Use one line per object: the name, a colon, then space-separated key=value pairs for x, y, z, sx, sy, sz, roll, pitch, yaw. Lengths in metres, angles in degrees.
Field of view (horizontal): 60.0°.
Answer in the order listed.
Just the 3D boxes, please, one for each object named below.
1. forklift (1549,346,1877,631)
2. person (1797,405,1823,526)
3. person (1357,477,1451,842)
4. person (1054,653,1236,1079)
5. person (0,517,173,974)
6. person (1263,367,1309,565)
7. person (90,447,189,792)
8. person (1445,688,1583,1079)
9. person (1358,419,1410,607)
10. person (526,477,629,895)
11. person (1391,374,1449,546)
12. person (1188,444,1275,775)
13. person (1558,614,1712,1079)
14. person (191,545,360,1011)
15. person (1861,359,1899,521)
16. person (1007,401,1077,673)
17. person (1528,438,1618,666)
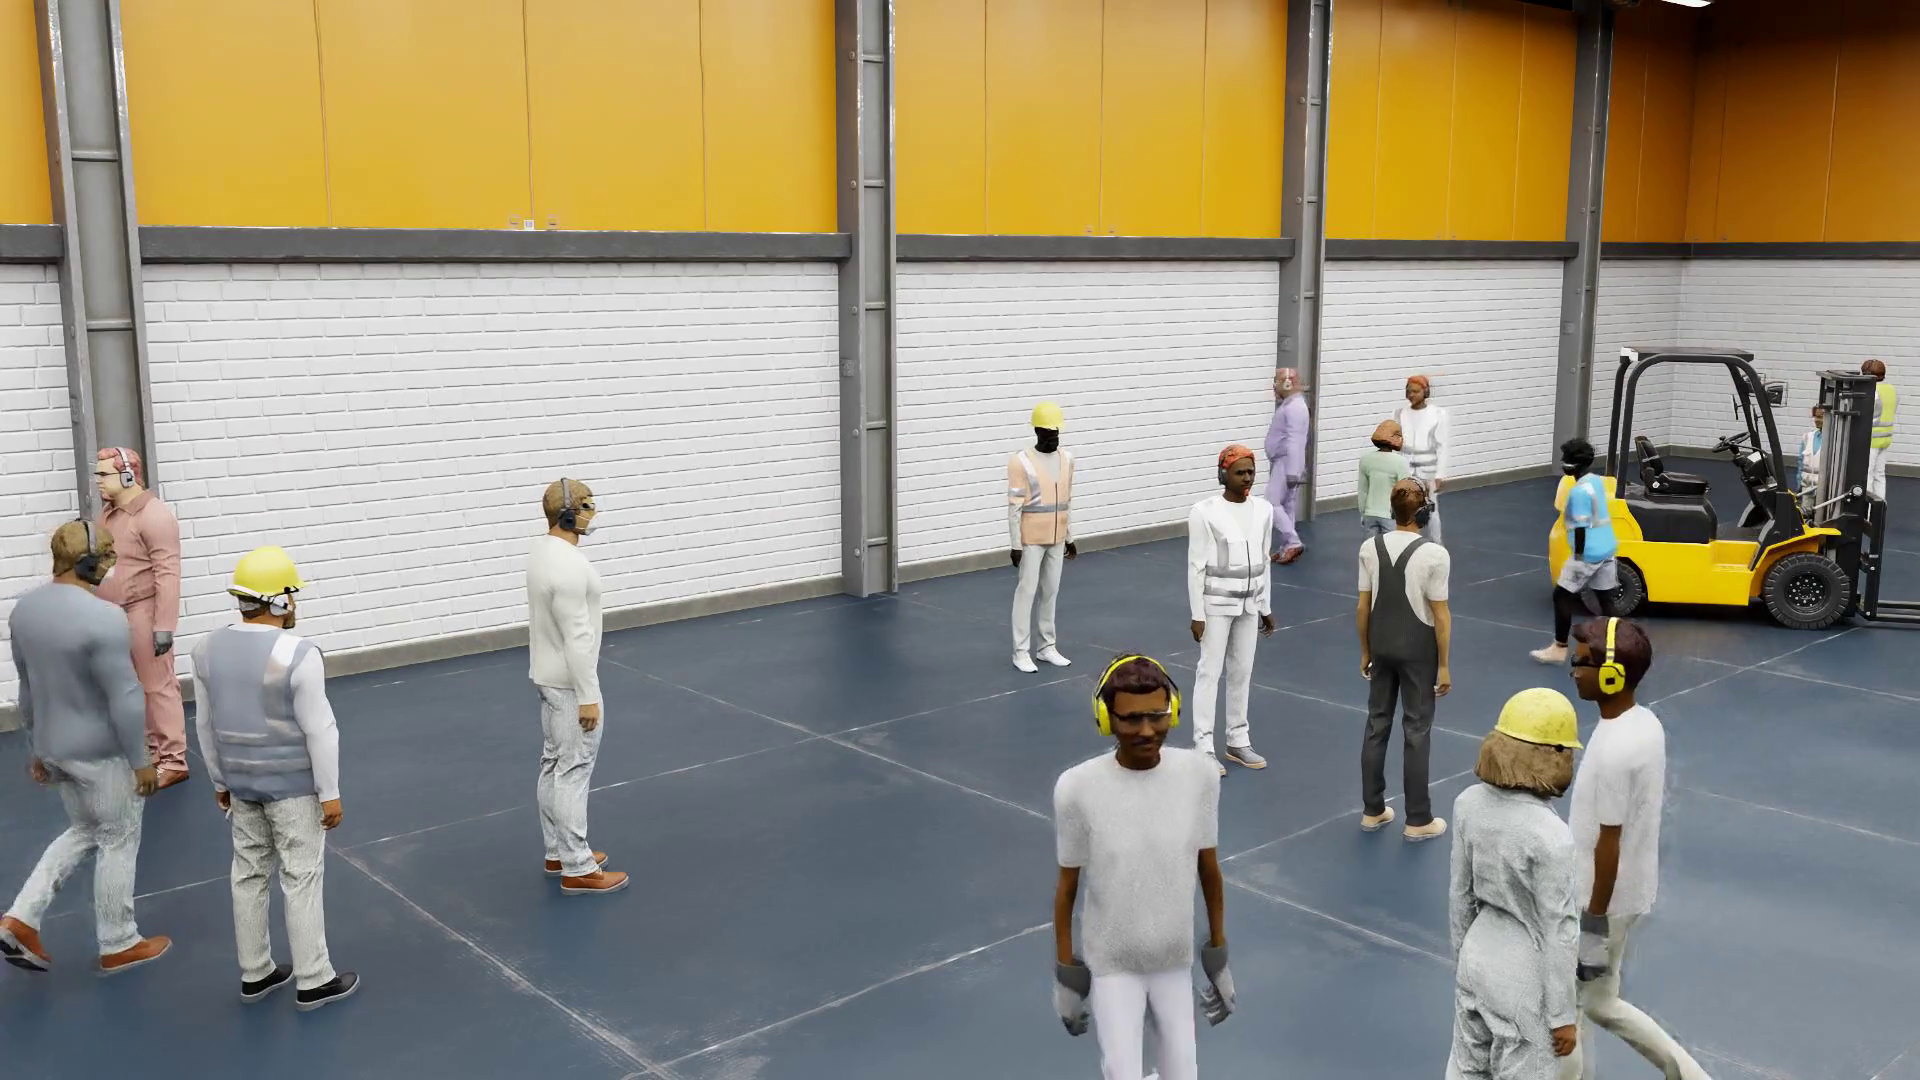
forklift: x=6.109 y=-0.478 z=13.691 sx=2.313 sy=2.155 sz=1.214 roll=3 pitch=10 yaw=16
person: x=7.734 y=-0.412 z=14.927 sx=0.315 sy=1.638 sz=0.514 roll=-4 pitch=10 yaw=-20
person: x=2.247 y=0.597 z=8.414 sx=0.504 sy=1.847 sz=0.345 roll=9 pitch=13 yaw=43
person: x=0.517 y=1.209 z=4.835 sx=0.532 sy=1.850 sz=0.641 roll=-2 pitch=10 yaw=-14
person: x=-3.566 y=0.863 z=6.692 sx=0.632 sy=1.911 sz=0.569 roll=6 pitch=11 yaw=30
person: x=3.085 y=-0.699 z=15.865 sx=0.436 sy=1.892 sz=0.660 roll=1 pitch=10 yaw=7
person: x=-4.569 y=0.434 z=9.190 sx=0.652 sy=1.906 sz=0.403 roll=7 pitch=12 yaw=36
person: x=1.603 y=1.275 z=4.771 sx=0.311 sy=1.735 sz=0.483 roll=-4 pitch=10 yaw=-20
person: x=3.446 y=-0.165 z=13.495 sx=0.284 sy=1.633 sz=0.498 roll=-8 pitch=12 yaw=-38
person: x=-1.803 y=0.670 z=7.719 sx=0.372 sy=1.940 sz=0.630 roll=-5 pitch=11 yaw=-27
person: x=4.332 y=-0.646 z=15.694 sx=0.574 sy=1.851 sz=0.957 roll=6 pitch=11 yaw=31
person: x=1.551 y=0.396 z=9.488 sx=0.575 sy=1.882 sz=0.355 roll=-5 pitch=11 yaw=-29
person: x=2.091 y=1.147 z=5.233 sx=0.712 sy=1.842 sz=0.528 roll=6 pitch=11 yaw=30
person: x=-2.667 y=0.929 z=6.510 sx=0.603 sy=1.830 sz=0.404 roll=3 pitch=10 yaw=18
person: x=9.781 y=-1.022 z=17.910 sx=0.634 sy=1.839 sz=0.429 roll=-6 pitch=11 yaw=-32
person: x=0.601 y=-0.026 z=11.824 sx=0.593 sy=1.925 sz=0.384 roll=-8 pitch=12 yaw=-38
person: x=4.461 y=0.096 z=11.907 sx=0.555 sy=1.660 sz=0.582 roll=8 pitch=12 yaw=38
